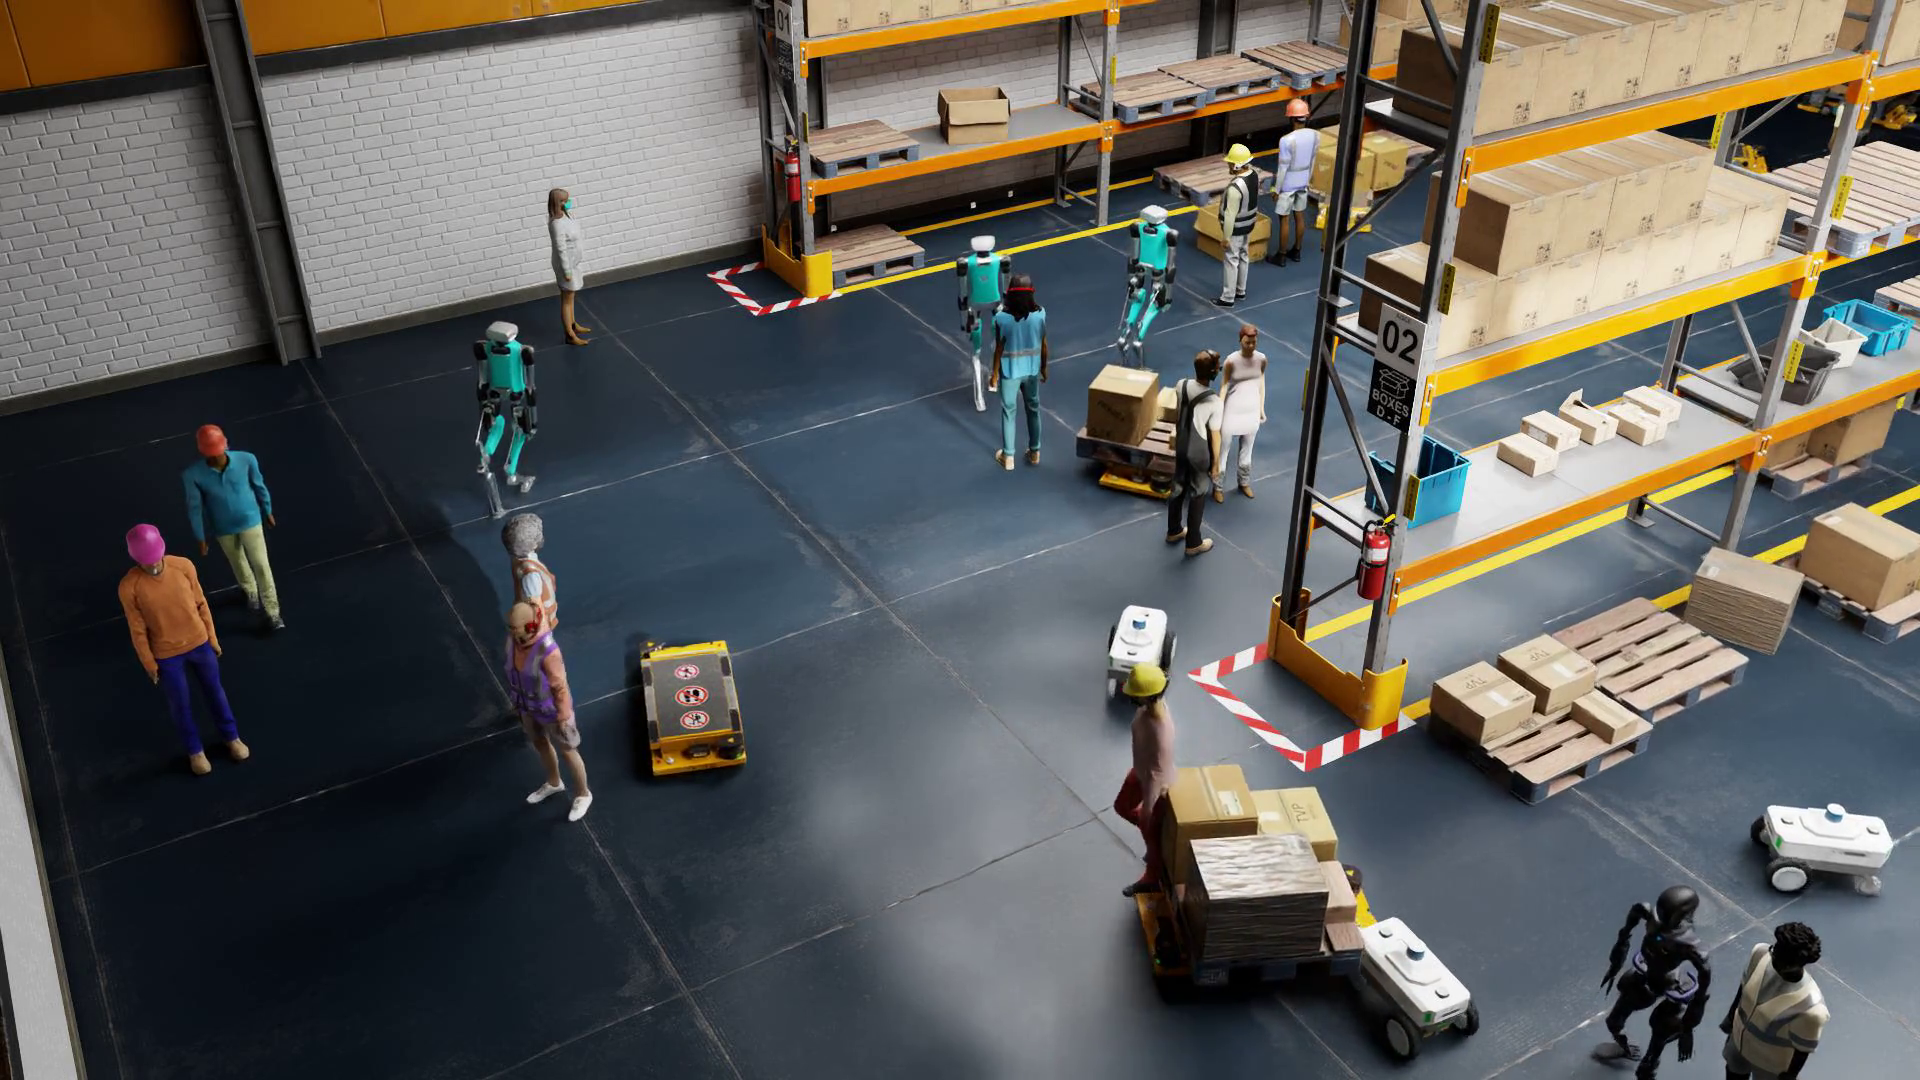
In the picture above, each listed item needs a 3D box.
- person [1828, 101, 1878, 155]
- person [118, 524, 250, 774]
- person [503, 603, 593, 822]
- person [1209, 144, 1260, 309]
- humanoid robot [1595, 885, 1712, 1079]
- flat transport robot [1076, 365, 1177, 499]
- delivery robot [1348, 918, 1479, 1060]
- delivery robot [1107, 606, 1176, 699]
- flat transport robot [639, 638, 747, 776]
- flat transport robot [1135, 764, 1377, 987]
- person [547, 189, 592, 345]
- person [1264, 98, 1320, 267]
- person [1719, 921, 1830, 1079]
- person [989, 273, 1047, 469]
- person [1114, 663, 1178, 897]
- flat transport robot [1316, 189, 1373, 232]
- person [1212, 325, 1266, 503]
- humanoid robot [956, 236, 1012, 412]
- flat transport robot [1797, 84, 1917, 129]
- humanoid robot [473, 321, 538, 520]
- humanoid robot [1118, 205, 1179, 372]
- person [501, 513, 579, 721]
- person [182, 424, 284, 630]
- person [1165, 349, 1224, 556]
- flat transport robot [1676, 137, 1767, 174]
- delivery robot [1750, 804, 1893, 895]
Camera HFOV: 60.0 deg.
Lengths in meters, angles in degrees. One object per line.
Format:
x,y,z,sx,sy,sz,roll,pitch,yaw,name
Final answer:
10.683,-4.683,20.067,0.563,1.847,0.388,-12,34,-19,person
-5.322,0.728,11.327,0.518,1.972,0.404,-25,40,-34,person
-2.745,1.119,10.971,0.511,1.684,0.353,20,37,29,person
2.991,-3.403,18.052,0.403,1.825,0.589,19,37,28,person
3.751,2.418,8.910,0.478,1.645,0.618,-16,36,-24,humanoid robot
1.831,-0.836,15.416,0.659,0.231,1.431,13,34,20,flat transport robot
2.638,2.602,9.683,0.499,0.614,0.790,-14,35,-21,delivery robot
1.336,0.815,12.507,0.499,0.586,0.773,8,33,13,delivery robot
-1.976,1.182,12.199,0.659,0.231,1.431,-7,33,-11,flat transport robot
1.859,2.358,10.323,1.431,0.231,0.659,-3,32,-5,flat transport robot
-4.073,-2.857,17.329,0.339,1.659,0.481,-2,32,-3,person
3.794,-4.083,19.026,0.541,1.938,0.354,-19,37,-28,person
4.141,2.612,8.581,0.318,1.691,0.535,-7,33,-11,person
0.539,-1.507,14.984,0.542,1.864,0.370,-8,33,-13,person
1.162,1.483,10.315,0.392,1.746,0.540,-3,32,-4,person
4.817,-4.209,20.796,0.659,0.231,1.431,7,33,11,flat transport robot
2.454,-1.108,14.538,0.451,1.661,0.282,-8,33,-12,person
0.235,-2.202,16.230,0.555,1.784,0.878,-1,32,-2,humanoid robot
12.965,-6.239,24.034,1.431,0.231,0.659,27,41,36,flat transport robot
-3.921,-0.940,14.247,0.559,1.755,1.044,4,32,6,humanoid robot
1.782,-2.358,16.506,0.539,1.845,0.667,22,38,31,humanoid robot
-3.005,0.564,11.843,0.310,1.690,0.444,-15,35,-22,person
-5.613,-0.095,12.864,0.596,1.711,0.835,-13,35,-20,person
1.959,-0.727,13.774,0.343,1.838,0.499,-24,39,-33,person
10.037,-5.162,22.316,1.431,0.231,0.659,9,33,14,flat transport robot
5.530,1.958,10.702,0.794,0.606,0.499,6,33,9,delivery robot
